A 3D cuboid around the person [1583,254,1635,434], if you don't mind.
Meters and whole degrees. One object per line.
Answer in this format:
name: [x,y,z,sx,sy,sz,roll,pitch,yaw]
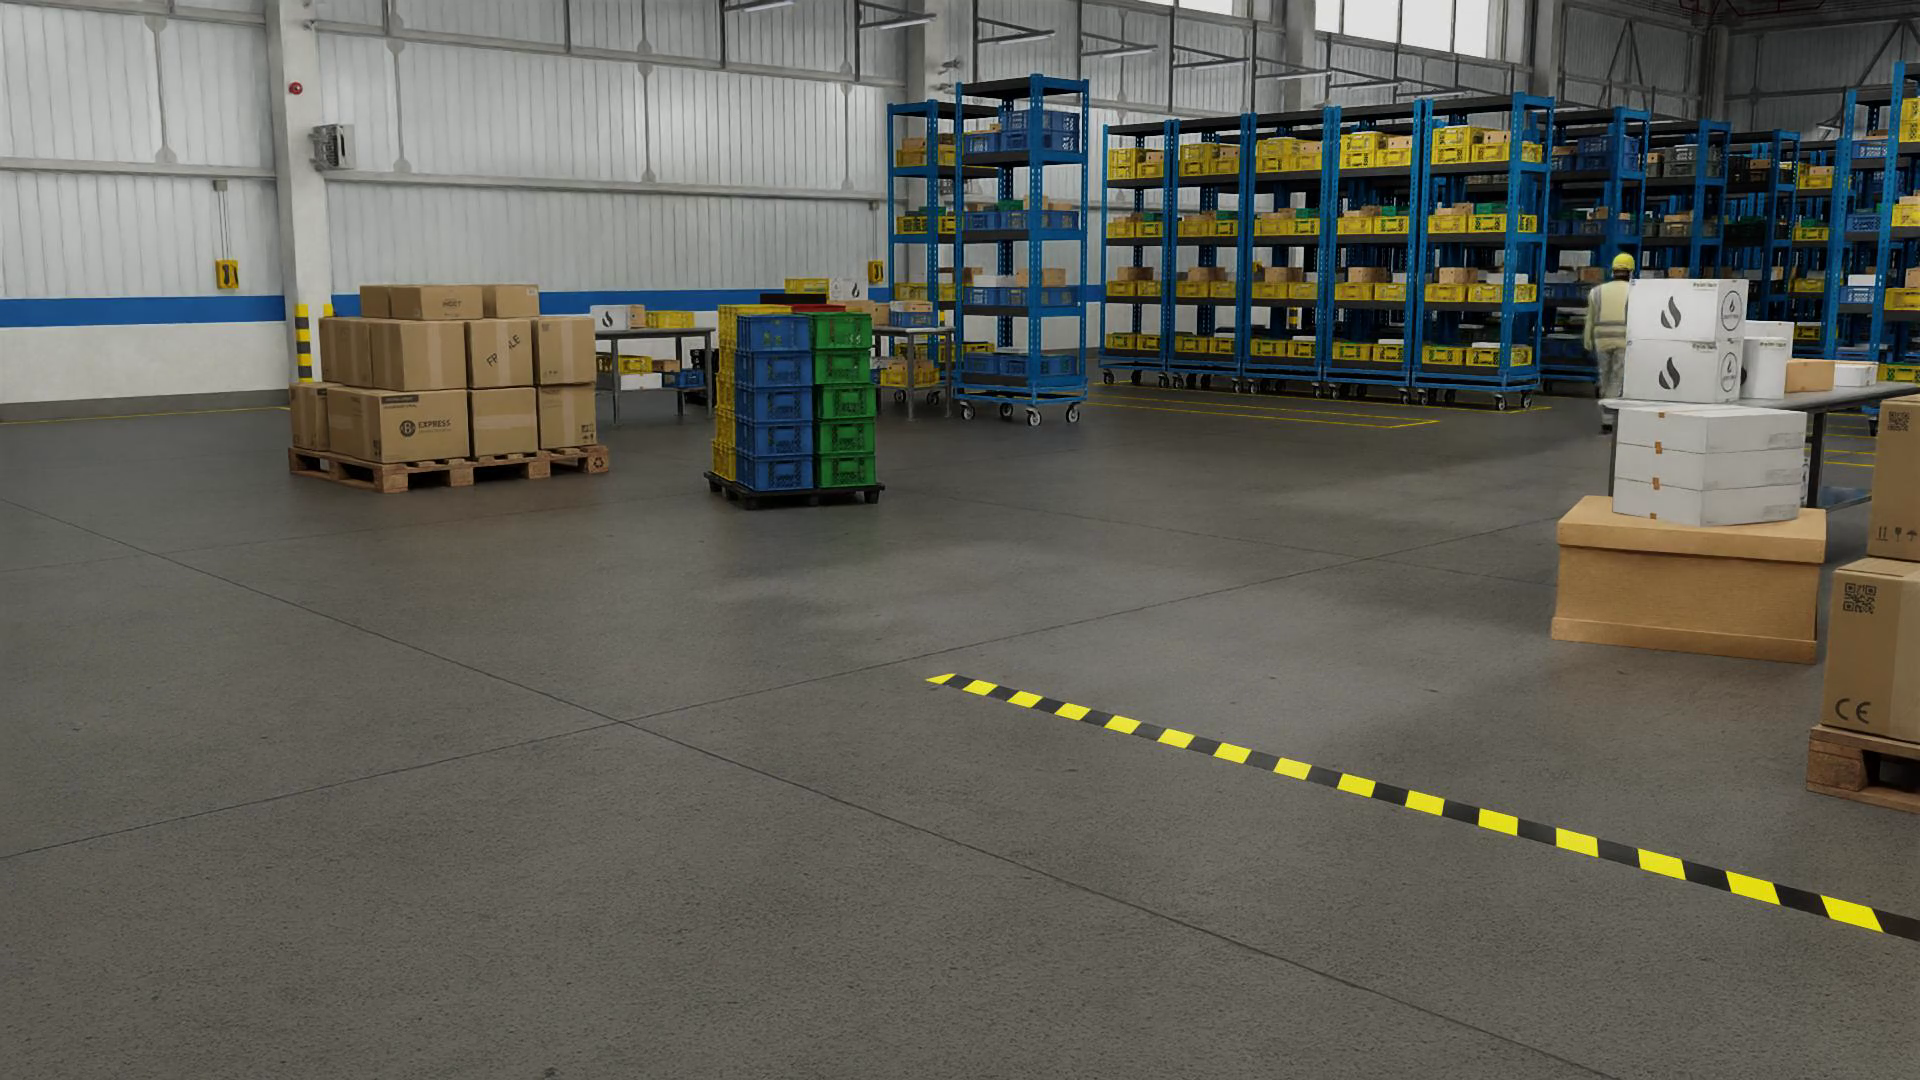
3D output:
person: [6.660,-1.973,16.751,0.624,1.783,0.915,8,12,38]
